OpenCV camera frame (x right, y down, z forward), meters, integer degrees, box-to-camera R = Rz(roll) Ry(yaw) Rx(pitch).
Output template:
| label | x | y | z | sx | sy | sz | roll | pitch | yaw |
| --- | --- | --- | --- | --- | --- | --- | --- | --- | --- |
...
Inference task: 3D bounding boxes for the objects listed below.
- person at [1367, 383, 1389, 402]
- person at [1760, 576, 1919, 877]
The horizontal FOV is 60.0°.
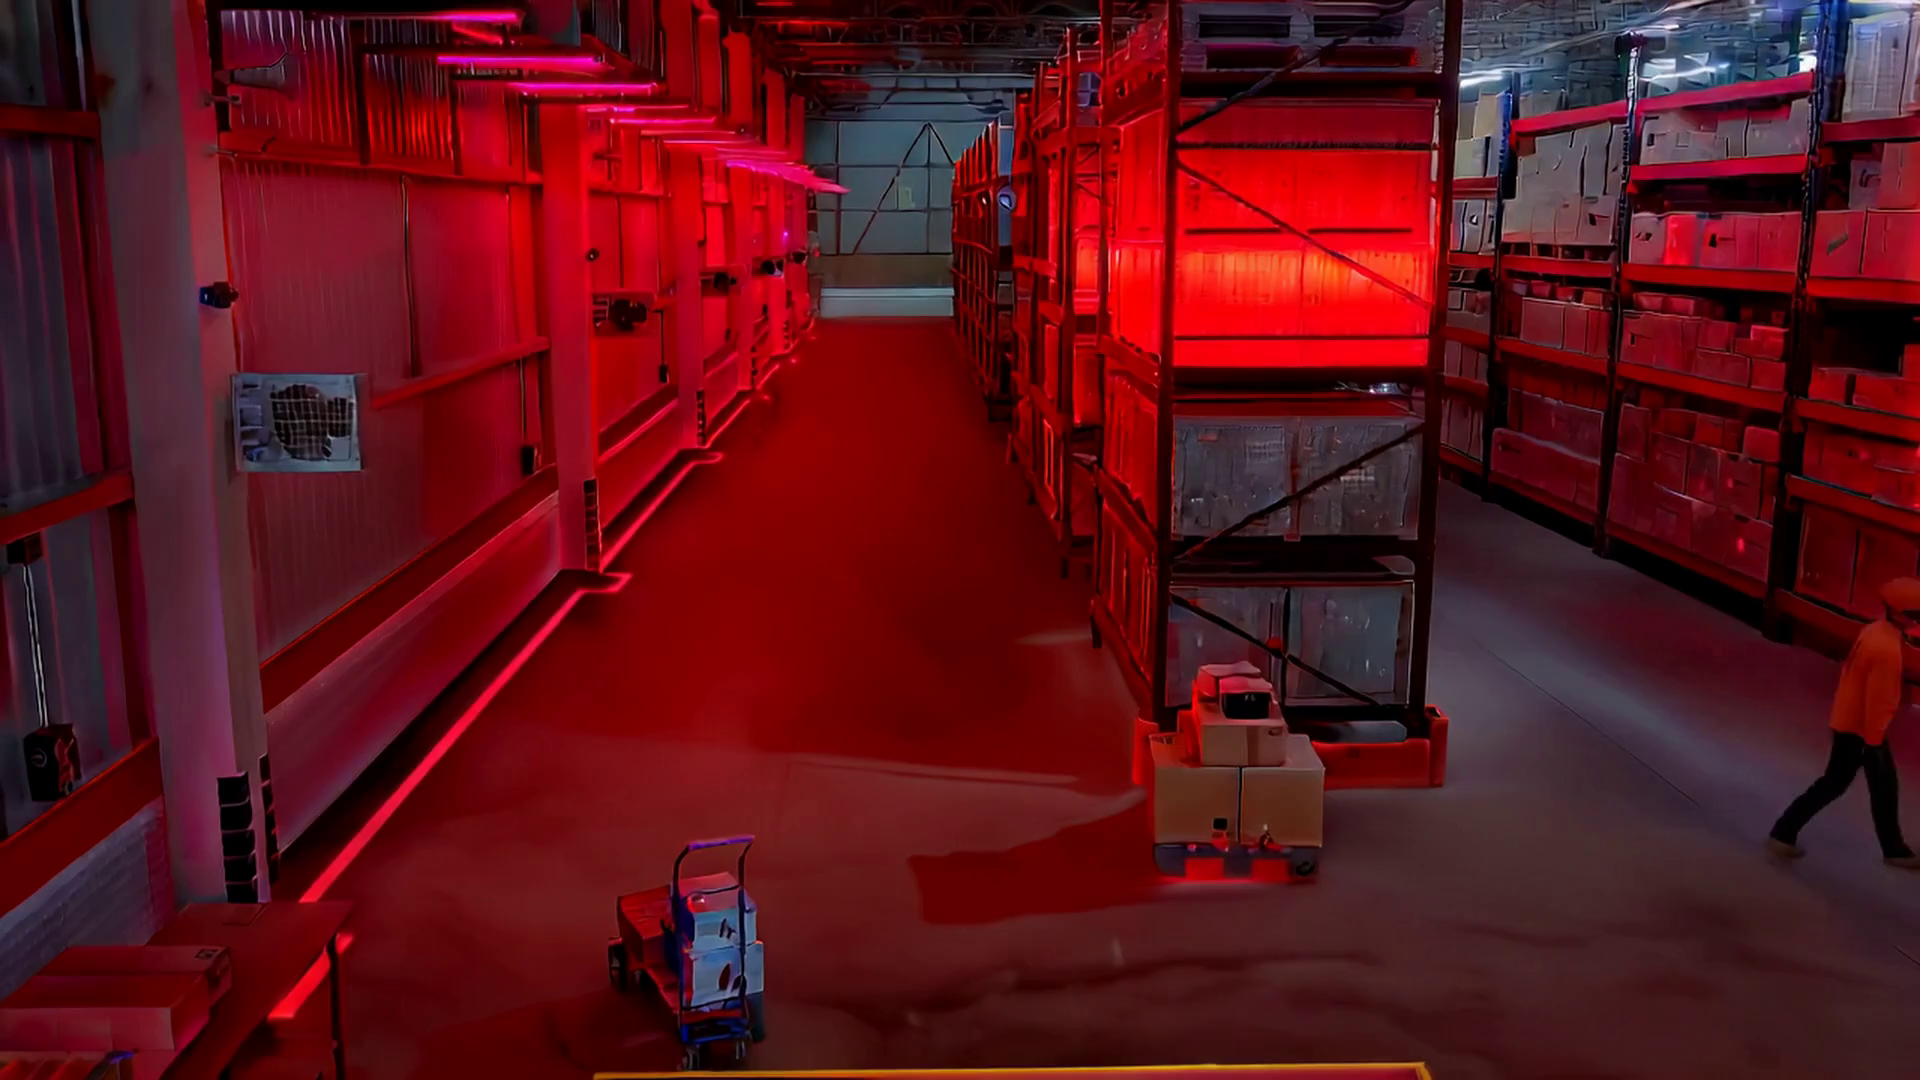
| label | x | y | z | sx | sy | sz | roll | pitch | yaw |
| --- | --- | --- | --- | --- | --- | --- | --- | --- | --- |
| person | 8.242 | -3.016 | 32.334 | 0.887 | 1.804 | 0.661 | 5 | 12 | 25 |
| person | 5.608 | 1.142 | 10.415 | 0.992 | 1.932 | 0.648 | 6 | 12 | 27 |
